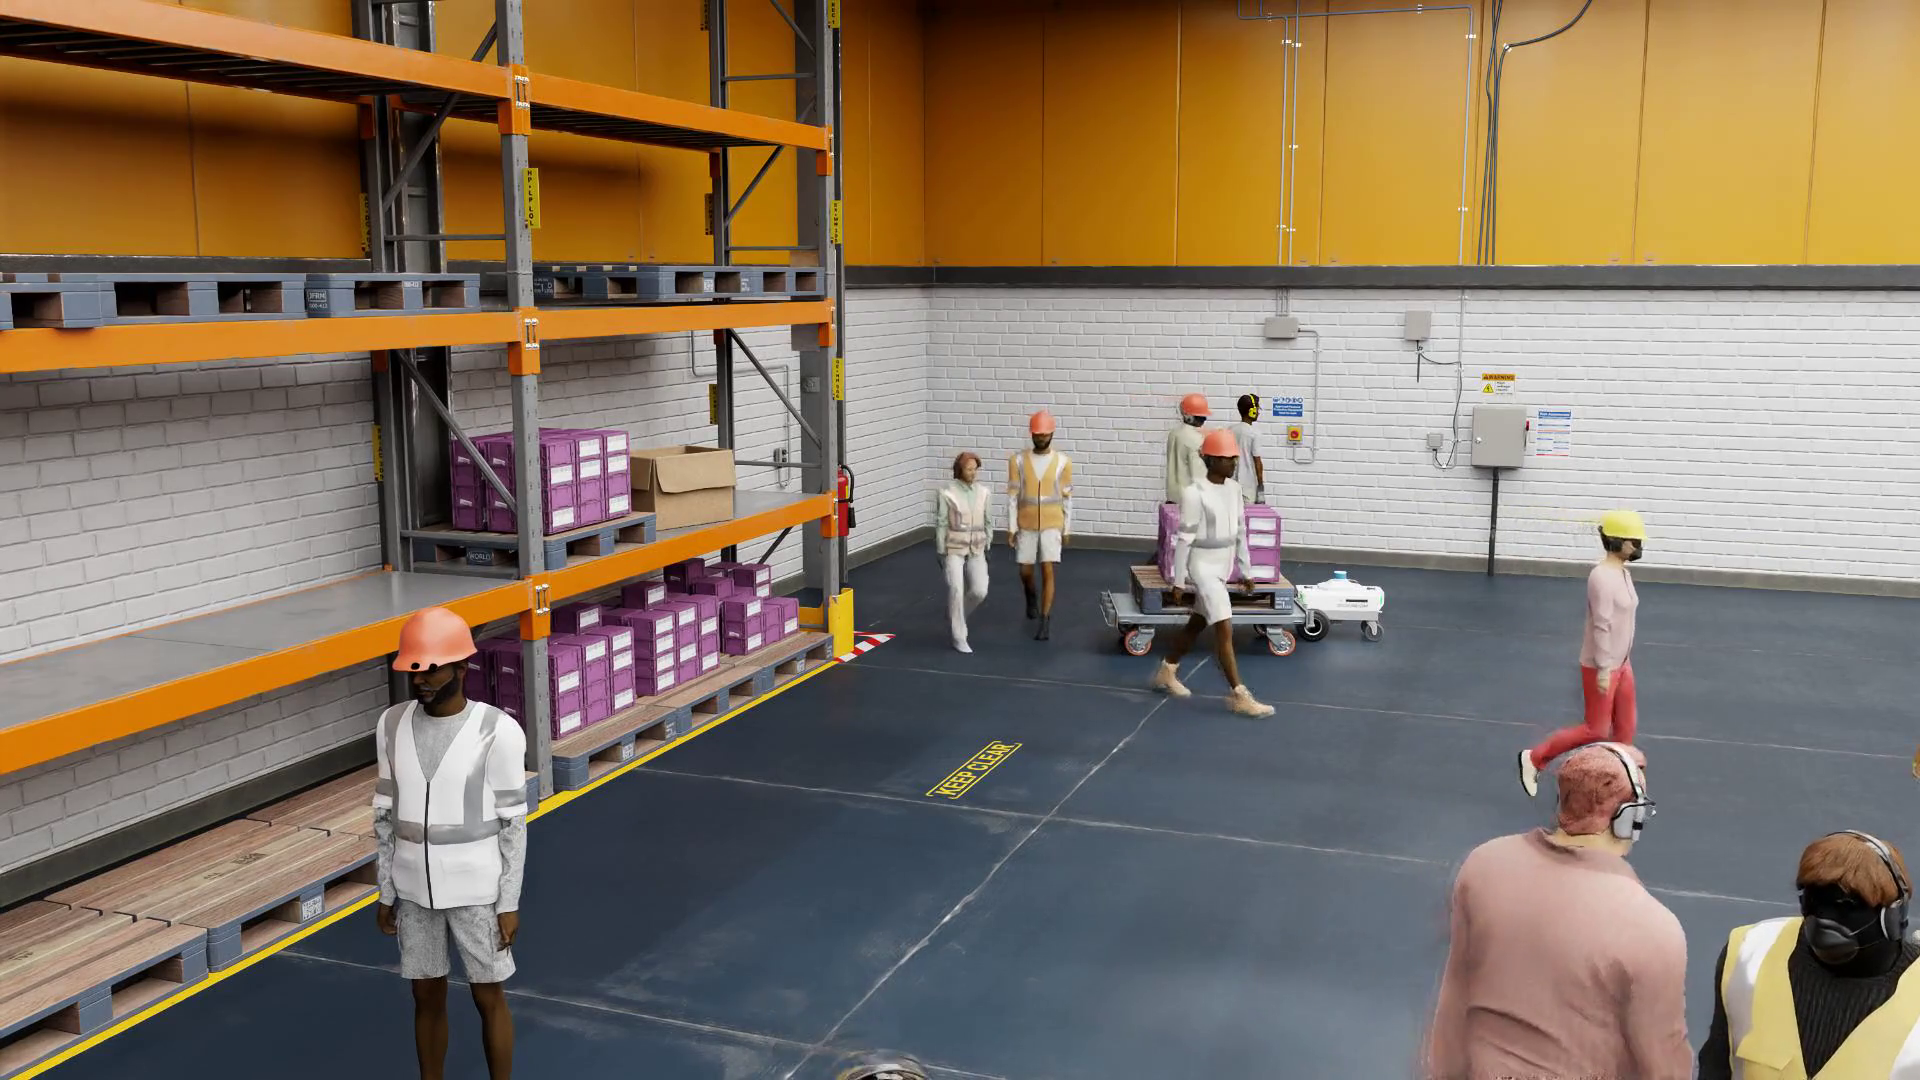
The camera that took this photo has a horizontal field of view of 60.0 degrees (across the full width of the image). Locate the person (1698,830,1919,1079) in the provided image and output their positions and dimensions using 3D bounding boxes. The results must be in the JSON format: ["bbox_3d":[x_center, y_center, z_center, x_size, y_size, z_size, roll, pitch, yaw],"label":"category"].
[{"bbox_3d":[1.928,1.534,3.706,0.430,1.844,0.624,-8,12,-40],"label":"person"}]

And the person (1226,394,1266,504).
[{"bbox_3d":[2.839,-0.515,16.494,0.319,1.868,0.532,-6,11,-33],"label":"person"}]

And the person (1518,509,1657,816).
[{"bbox_3d":[3.579,0.680,9.368,0.665,1.743,0.533,7,12,38],"label":"person"}]

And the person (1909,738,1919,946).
[{"bbox_3d":[4.548,0.950,7.422,0.460,1.820,0.550,-4,10,-23],"label":"person"}]

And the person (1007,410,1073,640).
[{"bbox_3d":[0.681,-0.151,14.046,0.554,1.923,0.726,1,9,6],"label":"person"}]

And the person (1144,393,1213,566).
[{"bbox_3d":[2.039,-0.412,15.606,0.894,1.949,0.638,-3,9,-18],"label":"person"}]

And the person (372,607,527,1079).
[{"bbox_3d":[-1.736,1.177,5.646,0.545,1.938,0.355,2,9,10],"label":"person"}]

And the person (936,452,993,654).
[{"bbox_3d":[0.006,0.087,13.456,0.515,1.629,0.444,-5,10,-27],"label":"person"}]

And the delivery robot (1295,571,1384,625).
[{"bbox_3d":[3.174,0.504,13.911,0.707,0.478,0.477,1,9,6],"label":"delivery robot"}]

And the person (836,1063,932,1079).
[{"bbox_3d":[-0.171,1.676,2.686,0.634,1.899,1.006,-1,9,-3],"label":"person"}]

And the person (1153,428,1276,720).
[{"bbox_3d":[1.752,0.203,11.634,1.086,1.990,0.623,8,12,42],"label":"person"}]

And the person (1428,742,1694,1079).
[{"bbox_3d":[1.516,1.436,4.205,0.419,1.882,0.691,-5,11,-31],"label":"person"}]
